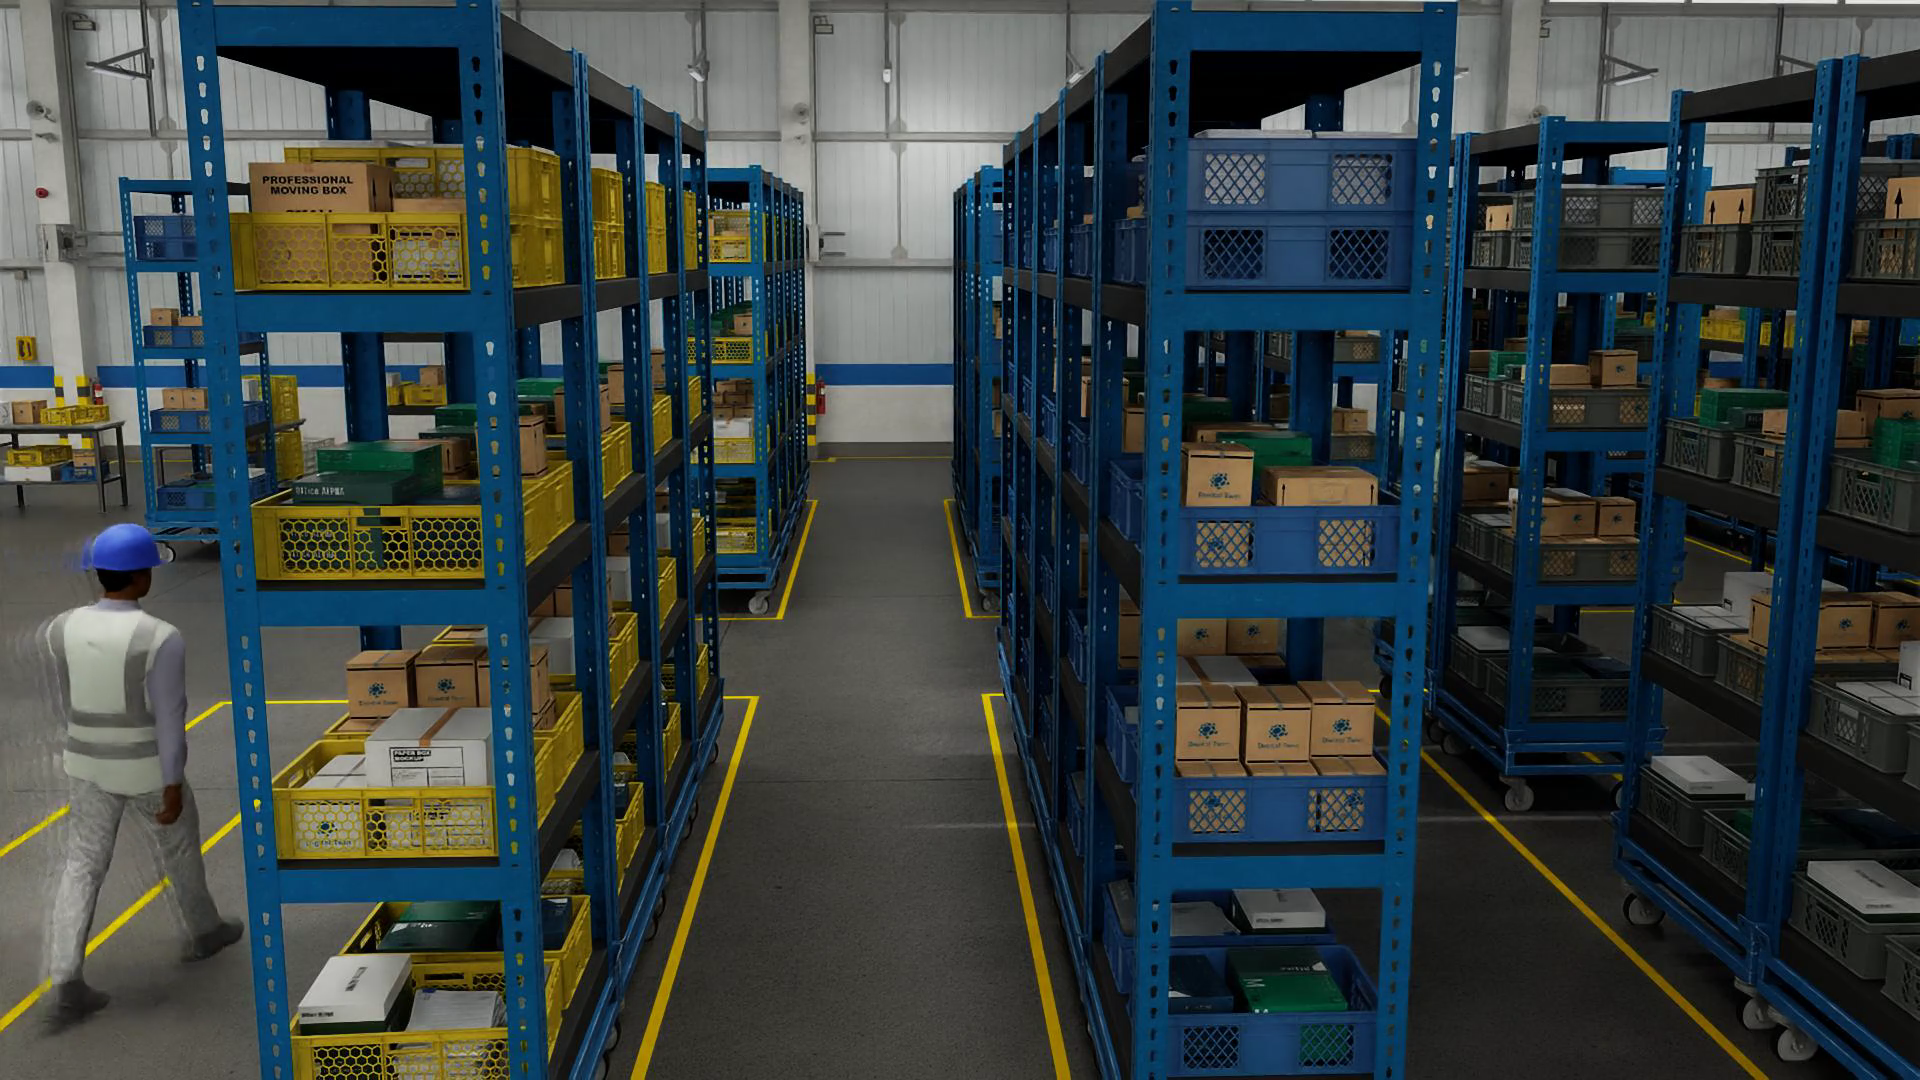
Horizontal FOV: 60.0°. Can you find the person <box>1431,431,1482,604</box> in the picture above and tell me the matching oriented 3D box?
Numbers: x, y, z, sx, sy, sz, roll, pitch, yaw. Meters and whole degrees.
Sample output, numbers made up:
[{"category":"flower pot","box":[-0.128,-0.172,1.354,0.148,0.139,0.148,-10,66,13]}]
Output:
[{"category":"person","box":[3.646,-0.092,12.403,0.865,1.806,0.585,-2,10,-9]}]

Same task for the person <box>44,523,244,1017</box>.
[{"category":"person","box":[-3.317,0.879,6.584,0.610,1.902,0.996,2,10,10]}]
